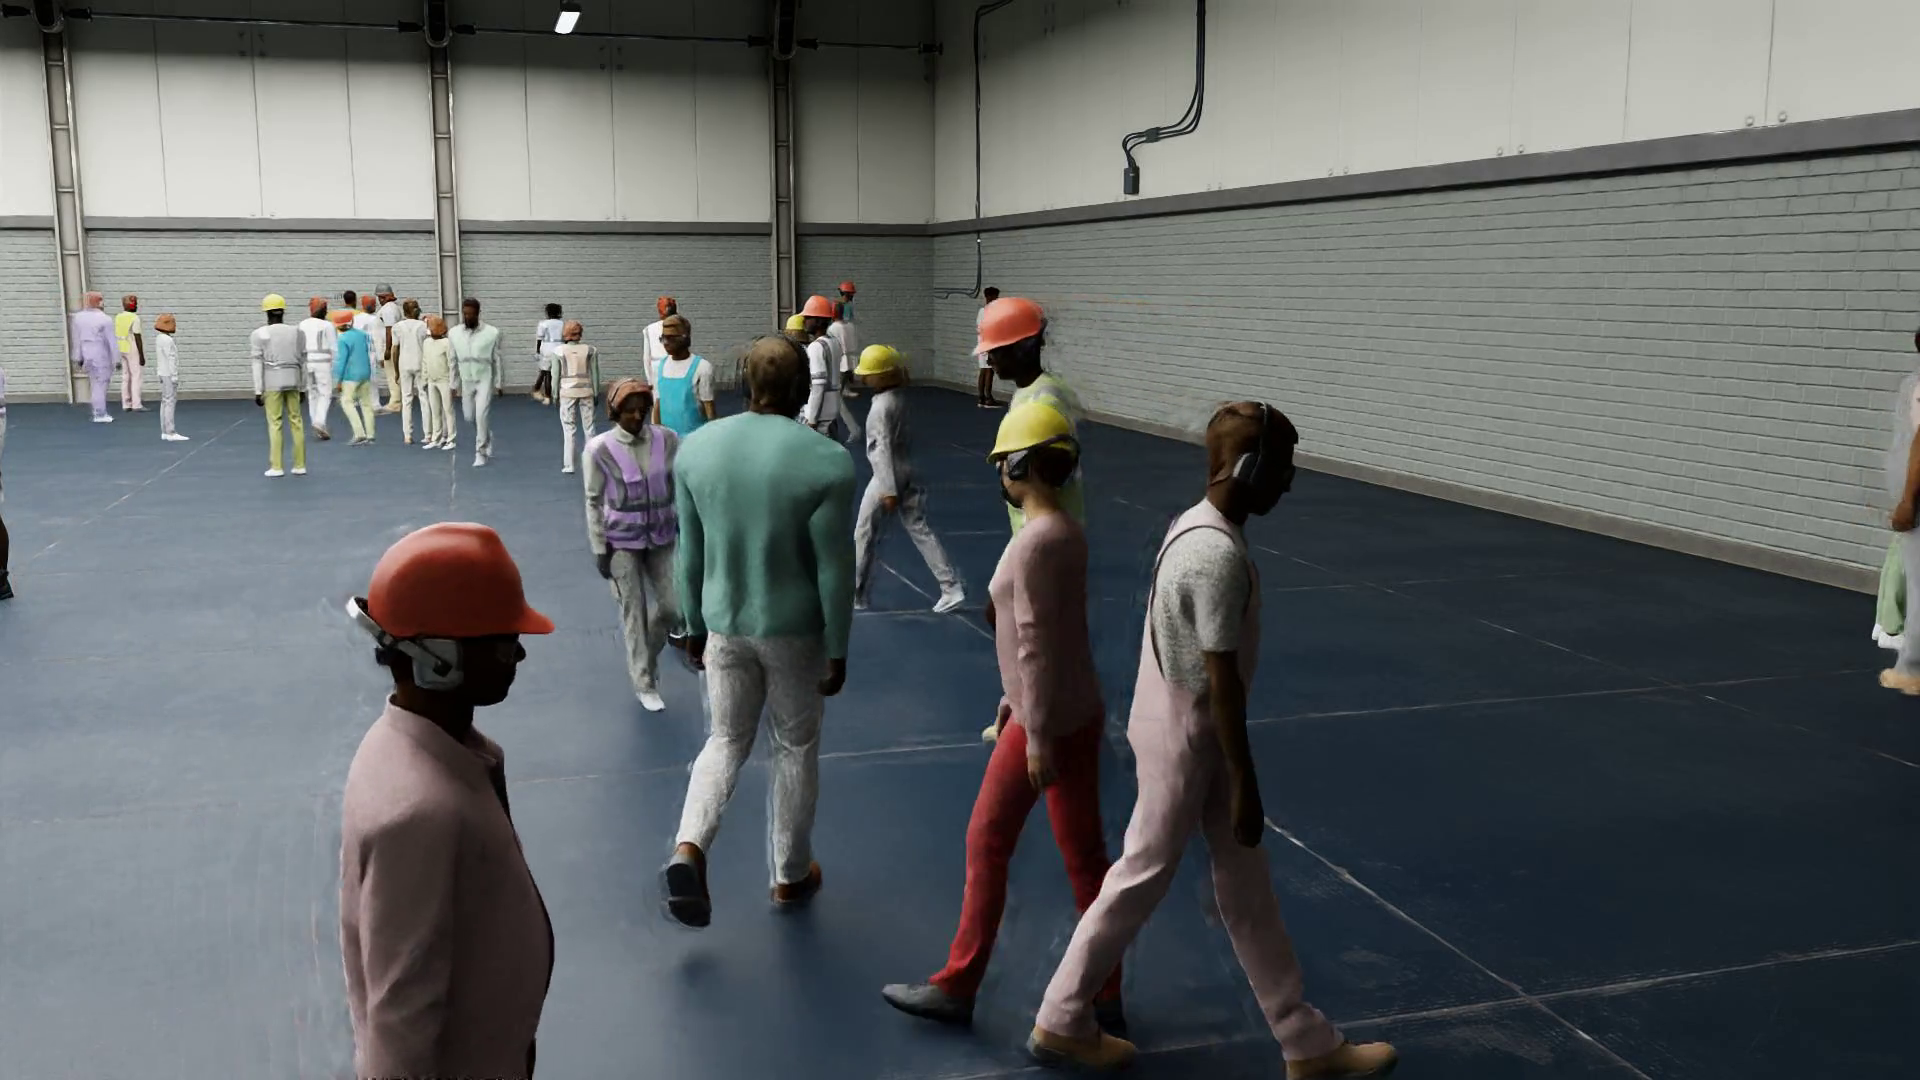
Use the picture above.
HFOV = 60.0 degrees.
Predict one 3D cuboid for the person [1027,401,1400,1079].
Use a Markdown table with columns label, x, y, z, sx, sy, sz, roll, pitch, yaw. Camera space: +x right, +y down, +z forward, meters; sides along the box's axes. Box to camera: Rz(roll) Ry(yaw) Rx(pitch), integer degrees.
| label | x | y | z | sx | sy | sz | roll | pitch | yaw |
| --- | --- | --- | --- | --- | --- | --- | --- | --- | --- |
| person | 0.620 | 0.538 | 4.225 | 0.968 | 1.776 | 0.524 | 2 | 9 | 11 |

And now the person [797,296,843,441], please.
| label | x | y | z | sx | sy | sz | roll | pitch | yaw |
| --- | --- | --- | --- | --- | --- | --- | --- | --- | --- |
| person | -1.168 | -1.049 | 13.815 | 0.352 | 1.939 | 0.552 | 2 | 9 | 13 |

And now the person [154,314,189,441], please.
| label | x | y | z | sx | sy | sz | roll | pitch | yaw |
| --- | --- | --- | --- | --- | --- | --- | --- | --- | --- |
| person | -10.215 | -2.099 | 21.494 | 0.270 | 1.631 | 0.508 | -7 | 11 | -38 |

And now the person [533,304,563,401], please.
| label | x | y | z | sx | sy | sz | roll | pitch | yaw |
| --- | --- | --- | --- | --- | --- | --- | --- | --- | --- |
| person | -6.957 | -3.205 | 28.444 | 0.817 | 1.647 | 0.550 | -1 | 9 | -4 |

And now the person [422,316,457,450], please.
| label | x | y | z | sx | sy | sz | roll | pitch | yaw |
| --- | --- | --- | --- | --- | --- | --- | --- | --- | --- |
| person | -6.355 | -1.912 | 20.297 | 0.498 | 1.633 | 0.284 | 5 | 10 | 27 |

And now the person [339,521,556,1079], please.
| label | x | y | z | sx | sy | sz | roll | pitch | yaw |
| --- | --- | --- | --- | --- | --- | --- | --- | --- | --- |
| person | -0.839 | 0.815 | 2.673 | 0.890 | 1.711 | 0.572 | -3 | 9 | -17 |

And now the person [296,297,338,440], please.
| label | x | y | z | sx | sy | sz | roll | pitch | yaw |
| --- | --- | --- | --- | --- | --- | --- | --- | --- | --- |
| person | -8.405 | -2.230 | 21.656 | 0.661 | 1.865 | 0.815 | 2 | 9 | 15 |

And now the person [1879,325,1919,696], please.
| label | x | y | z | sx | sy | sz | roll | pitch | yaw |
| --- | --- | --- | --- | --- | --- | --- | --- | --- | --- |
| person | 4.967 | -0.247 | 8.382 | 0.714 | 2.000 | 0.539 | -7 | 11 | -38 |

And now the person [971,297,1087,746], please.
| label | x | y | z | sx | sy | sz | roll | pitch | yaw |
| --- | --- | --- | --- | --- | --- | --- | --- | --- | --- |
| person | 0.305 | -0.019 | 7.078 | 0.606 | 1.995 | 0.663 | -1 | 9 | -8 |

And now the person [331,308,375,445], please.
| label | x | y | z | sx | sy | sz | roll | pitch | yaw |
| --- | --- | --- | --- | --- | --- | --- | --- | --- | --- |
| person | -7.632 | -2.057 | 20.970 | 0.347 | 1.721 | 0.677 | 2 | 9 | 14 |

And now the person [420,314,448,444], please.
| label | x | y | z | sx | sy | sz | roll | pitch | yaw |
| --- | --- | --- | --- | --- | --- | --- | --- | --- | --- |
| person | -6.643 | -2.032 | 21.038 | 0.307 | 1.644 | 0.514 | -8 | 12 | -43 |

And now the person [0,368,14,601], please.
| label | x | y | z | sx | sy | sz | roll | pitch | yaw |
| --- | --- | --- | --- | --- | --- | --- | --- | --- | --- |
| person | -6.380 | -0.555 | 10.676 | 0.543 | 1.939 | 0.355 | 2 | 9 | 15 |

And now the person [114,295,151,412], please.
| label | x | y | z | sx | sy | sz | roll | pitch | yaw |
| --- | --- | --- | --- | --- | --- | --- | --- | --- | --- |
| person | -12.992 | -2.907 | 26.024 | 0.561 | 1.837 | 0.388 | 6 | 11 | 33 |

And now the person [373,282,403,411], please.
| label | x | y | z | sx | sy | sz | roll | pitch | yaw |
| --- | --- | --- | --- | --- | --- | --- | --- | --- | --- |
| person | -9.053 | -3.046 | 26.240 | 0.535 | 2.000 | 0.685 | -2 | 9 | -11 |

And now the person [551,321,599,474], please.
| label | x | y | z | sx | sy | sz | roll | pitch | yaw |
| --- | --- | --- | --- | --- | --- | --- | --- | --- | --- |
| person | -4.113 | -1.523 | 17.807 | 0.514 | 1.636 | 0.315 | -4 | 10 | -24 |

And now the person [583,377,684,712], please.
| label | x | y | z | sx | sy | sz | roll | pitch | yaw |
| --- | --- | --- | --- | --- | --- | --- | --- | --- | --- |
| person | -1.555 | 0.018 | 8.019 | 0.557 | 1.615 | 0.496 | -6 | 11 | -34 |

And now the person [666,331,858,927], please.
| label | x | y | z | sx | sy | sz | roll | pitch | yaw |
| --- | --- | --- | --- | --- | --- | --- | --- | --- | --- |
| person | -0.645 | 0.302 | 5.271 | 0.640 | 1.919 | 0.726 | 3 | 9 | 16 |

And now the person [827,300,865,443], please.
| label | x | y | z | sx | sy | sz | roll | pitch | yaw |
| --- | --- | --- | --- | --- | --- | --- | --- | --- | --- |
| person | -1.517 | -2.131 | 21.107 | 0.749 | 1.825 | 0.578 | 5 | 10 | 27 |

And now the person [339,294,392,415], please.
| label | x | y | z | sx | sy | sz | roll | pitch | yaw |
| --- | --- | --- | --- | --- | --- | --- | --- | --- | --- |
| person | -9.036 | -2.786 | 25.169 | 0.576 | 1.864 | 0.809 | 8 | 12 | 41 |

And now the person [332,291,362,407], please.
| label | x | y | z | sx | sy | sz | roll | pitch | yaw |
| --- | --- | --- | --- | --- | --- | --- | --- | --- | --- |
| person | -9.858 | -3.117 | 27.170 | 0.611 | 1.881 | 0.869 | 3 | 9 | 19 |

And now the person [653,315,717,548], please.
| label | x | y | z | sx | sy | sz | roll | pitch | yaw |
| --- | --- | --- | --- | --- | --- | --- | --- | --- | --- |
| person | -1.935 | -0.655 | 11.660 | 0.519 | 1.835 | 0.367 | 5 | 10 | 28 |

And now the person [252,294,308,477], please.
| label | x | y | z | sx | sy | sz | roll | pitch | yaw |
| --- | --- | --- | --- | --- | --- | --- | --- | --- | --- |
| person | -7.172 | -1.628 | 17.581 | 0.384 | 1.922 | 0.588 | 8 | 12 | 43 |

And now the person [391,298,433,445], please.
| label | x | y | z | sx | sy | sz | roll | pitch | yaw |
| --- | --- | --- | --- | --- | --- | --- | --- | --- | --- |
| person | -6.872 | -2.115 | 20.933 | 0.505 | 1.842 | 0.346 | -1 | 9 | -9 |

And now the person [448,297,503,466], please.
| label | x | y | z | sx | sy | sz | roll | pitch | yaw |
| --- | --- | --- | --- | --- | --- | --- | --- | --- | --- |
| person | -5.419 | -1.791 | 18.726 | 0.599 | 1.892 | 0.721 | 1 | 9 | 4 |

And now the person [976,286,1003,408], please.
| label | x | y | z | sx | sy | sz | roll | pitch | yaw |
| --- | --- | --- | --- | --- | --- | --- | --- | --- | --- |
| person | 0.478 | -3.129 | 27.005 | 0.361 | 1.962 | 0.612 | -3 | 10 | -21 |

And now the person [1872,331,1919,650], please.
| label | x | y | z | sx | sy | sz | roll | pitch | yaw |
| --- | --- | --- | --- | --- | --- | --- | --- | --- | --- |
| person | 5.386 | -0.310 | 9.343 | 0.317 | 1.865 | 0.523 | 4 | 10 | 24 |

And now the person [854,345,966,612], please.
| label | x | y | z | sx | sy | sz | roll | pitch | yaw |
| --- | --- | --- | --- | --- | --- | --- | --- | --- | --- |
| person | -0.399 | -0.370 | 10.301 | 0.920 | 1.677 | 0.508 | 3 | 9 | 20 |

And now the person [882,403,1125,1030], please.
| label | x | y | z | sx | sy | sz | roll | pitch | yaw |
| --- | --- | --- | --- | --- | --- | --- | --- | --- | --- |
| person | 0.142 | 0.494 | 4.625 | 0.767 | 1.727 | 0.545 | 3 | 9 | 19 |

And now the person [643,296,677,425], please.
| label | x | y | z | sx | sy | sz | roll | pitch | yaw |
| --- | --- | --- | --- | --- | --- | --- | --- | --- | --- |
| person | -3.311 | -1.805 | 18.817 | 0.573 | 1.885 | 0.356 | 5 | 10 | 31 |

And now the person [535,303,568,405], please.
| label | x | y | z | sx | sy | sz | roll | pitch | yaw |
| --- | --- | --- | --- | --- | --- | --- | --- | --- | --- |
| person | -6.731 | -3.078 | 27.561 | 0.549 | 1.690 | 0.319 | -6 | 11 | -35 |

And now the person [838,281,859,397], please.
| label | x | y | z | sx | sy | sz | roll | pitch | yaw |
| --- | --- | --- | --- | --- | --- | --- | --- | --- | --- |
| person | -1.996 | -3.535 | 29.360 | 0.391 | 2.039 | 0.615 | -4 | 10 | -24 |

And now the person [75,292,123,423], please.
| label | x | y | z | sx | sy | sz | roll | pitch | yaw |
| --- | --- | --- | --- | --- | --- | --- | --- | --- | --- |
| person | -12.426 | -2.645 | 24.149 | 0.685 | 1.886 | 0.629 | 4 | 10 | 22 |
